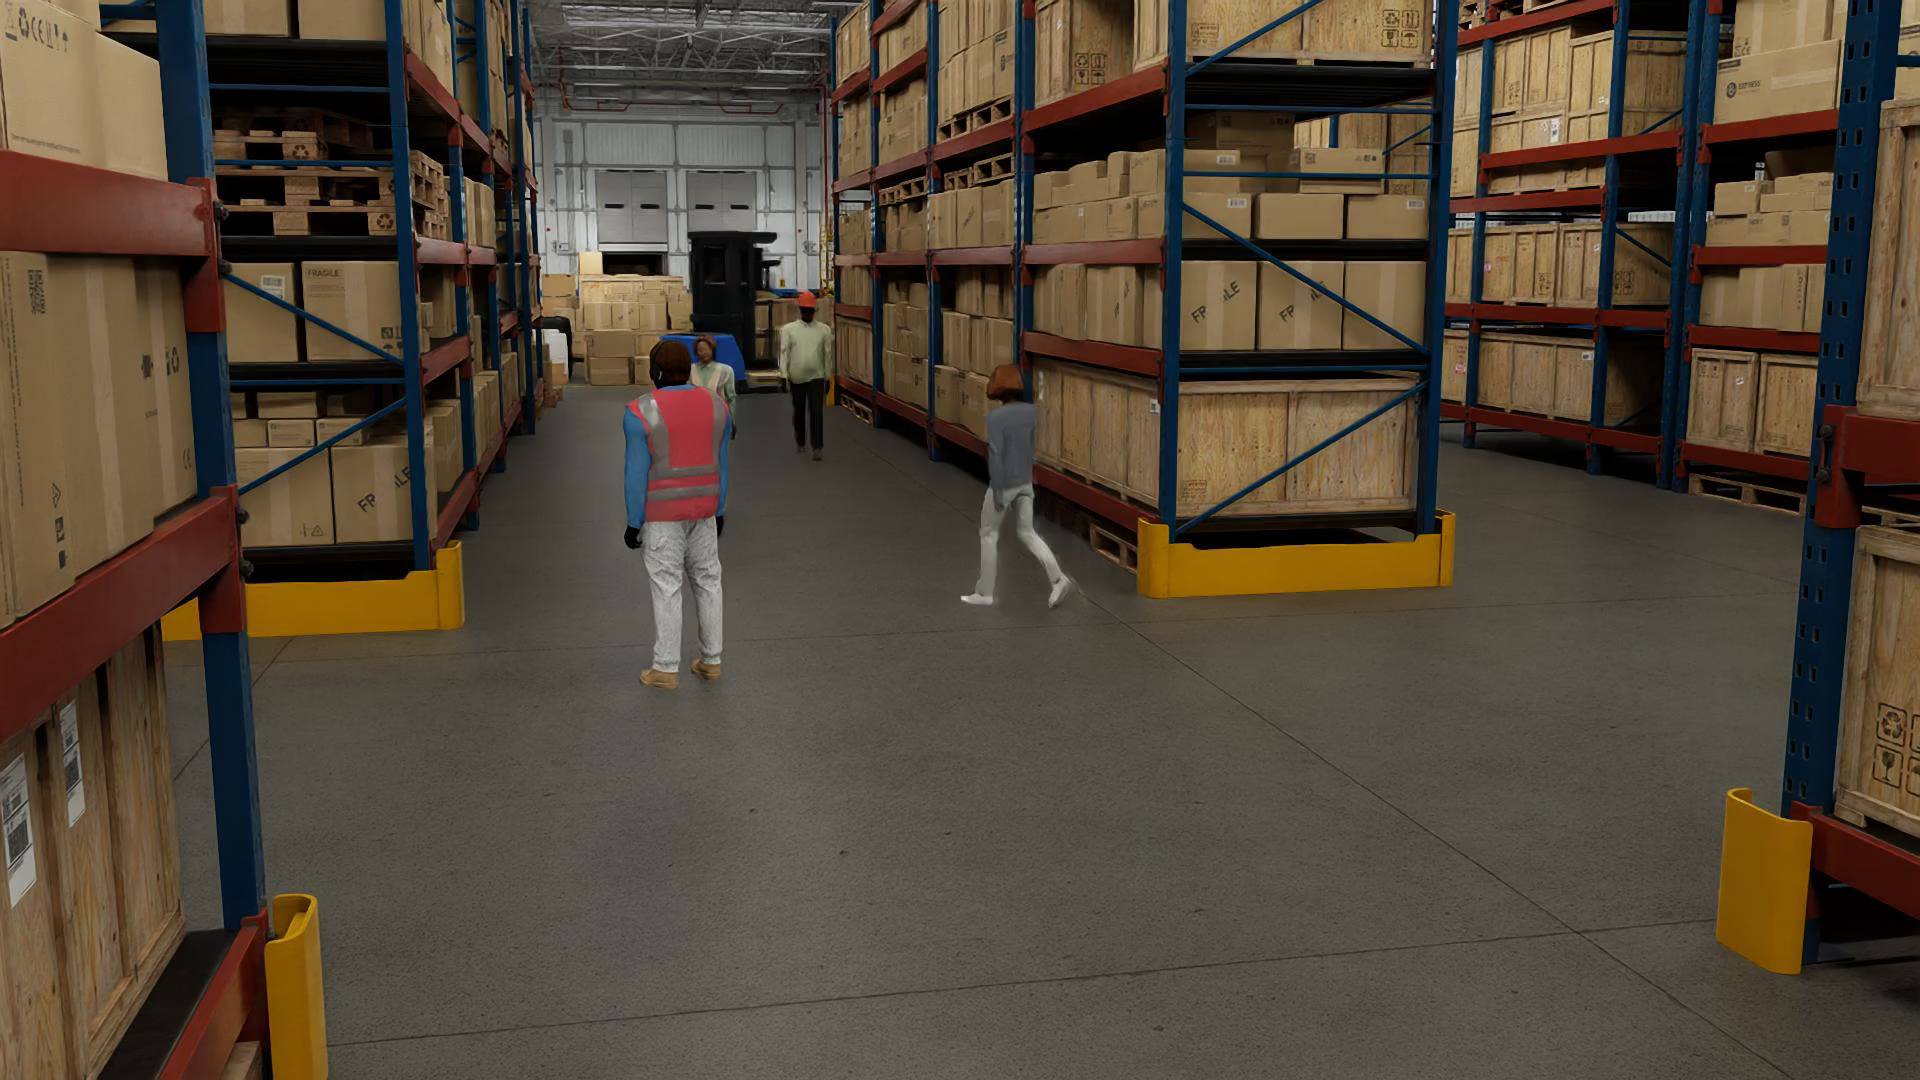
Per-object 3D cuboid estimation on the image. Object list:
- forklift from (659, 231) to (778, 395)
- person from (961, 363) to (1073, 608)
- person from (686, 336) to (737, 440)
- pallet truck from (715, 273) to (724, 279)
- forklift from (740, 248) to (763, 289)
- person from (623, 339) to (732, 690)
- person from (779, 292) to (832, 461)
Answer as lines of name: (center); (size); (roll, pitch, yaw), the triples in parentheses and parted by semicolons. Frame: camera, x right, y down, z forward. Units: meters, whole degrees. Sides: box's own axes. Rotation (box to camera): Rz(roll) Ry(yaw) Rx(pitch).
forklift: (-4.143, -3.839, 28.223); (1.129, 2.768, 1.873); (6, 11, 32)
person: (0.381, -0.344, 10.796); (0.713, 1.603, 0.505); (9, 13, 43)
person: (-2.258, -0.993, 14.711); (0.535, 1.605, 0.744); (0, 9, 2)
pallet truck: (-8.580, -8.986, 62.280); (1.885, 1.965, 0.823); (1, 9, 5)
forklift: (-6.596, -7.703, 51.773); (1.129, 2.768, 1.873); (-8, 12, -39)
person: (-1.507, -0.134, 8.799); (0.624, 1.845, 0.430); (-8, 12, -39)
person: (-1.794, -1.914, 19.375); (0.621, 1.948, 1.039); (-1, 9, -9)
